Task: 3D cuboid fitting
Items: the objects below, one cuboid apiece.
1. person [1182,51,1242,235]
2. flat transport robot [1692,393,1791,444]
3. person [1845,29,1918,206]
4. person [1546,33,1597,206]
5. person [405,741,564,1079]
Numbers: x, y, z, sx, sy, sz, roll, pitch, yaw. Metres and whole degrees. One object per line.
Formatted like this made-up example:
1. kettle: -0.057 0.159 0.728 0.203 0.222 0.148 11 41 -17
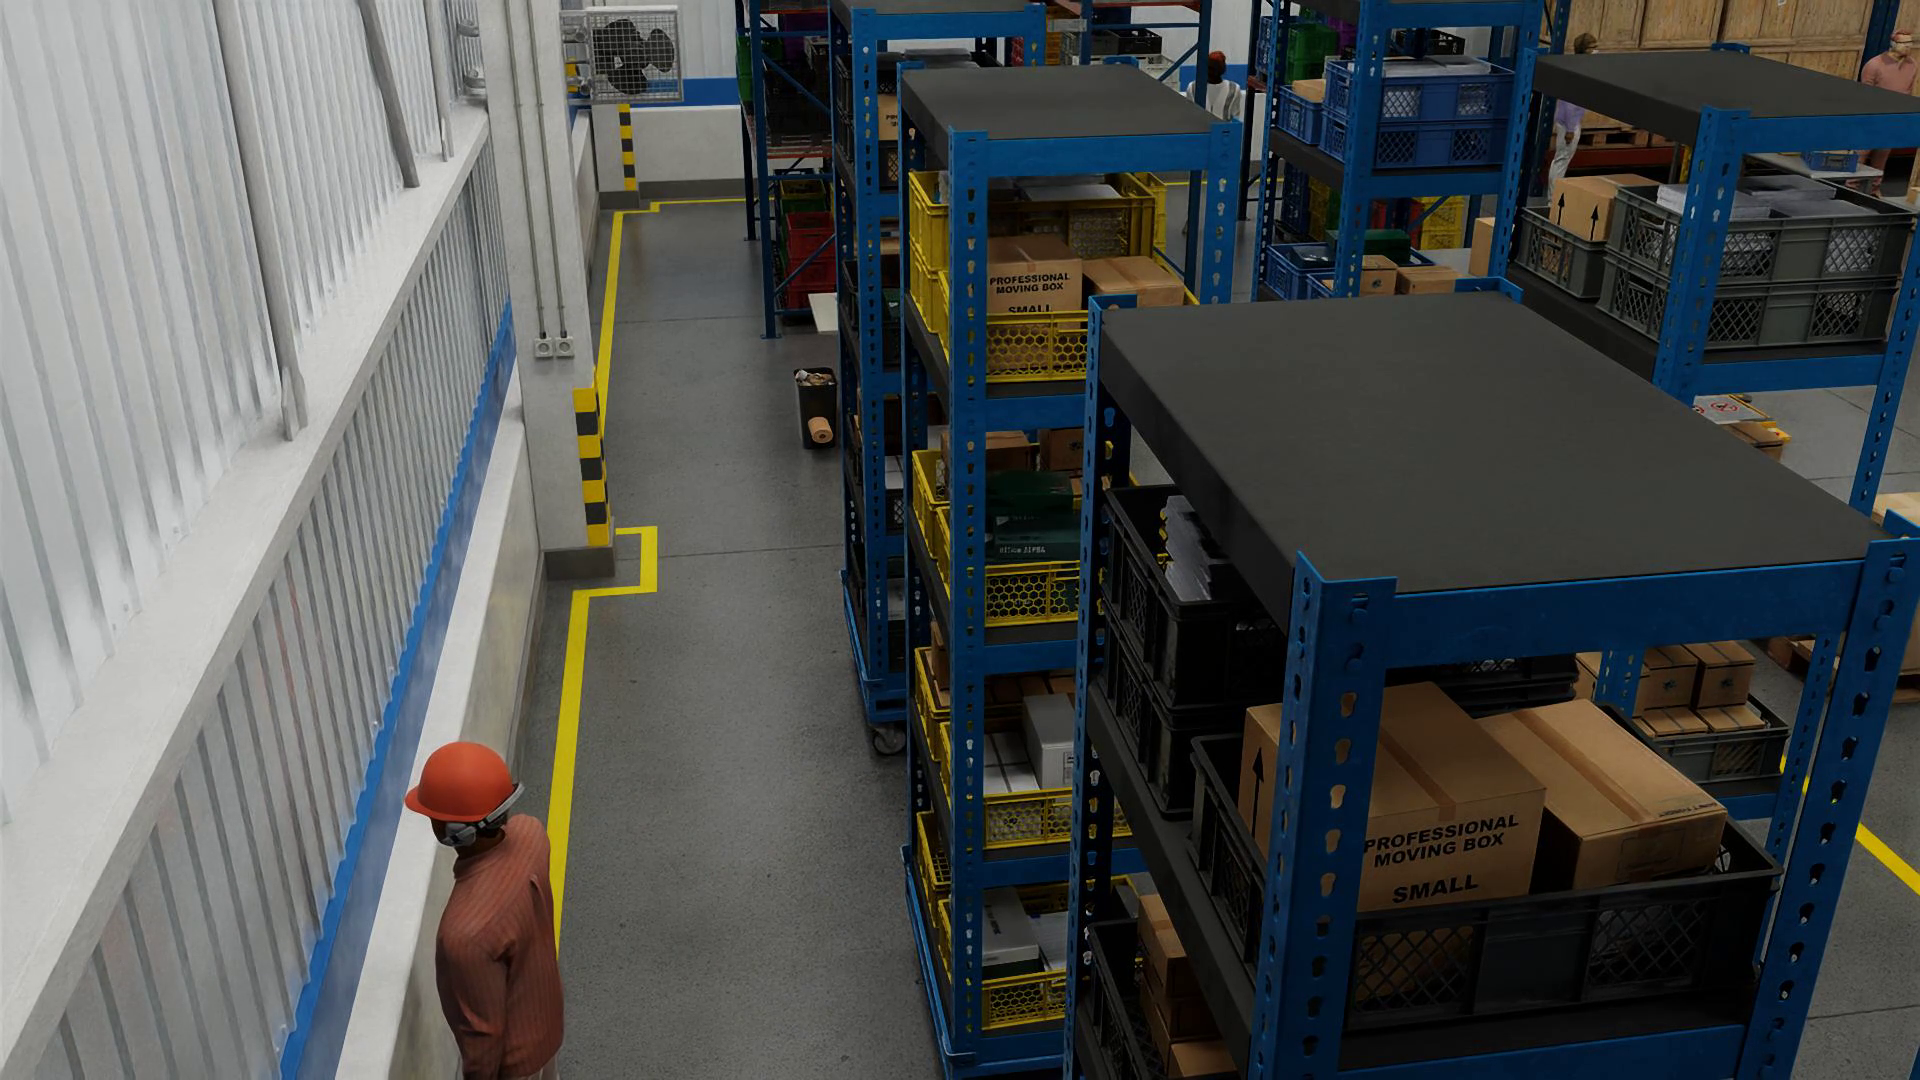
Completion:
1. person: 2.609 -4.131 17.328 0.575 1.885 0.360 5 25 11
2. flat transport robot: 5.224 -0.859 12.132 1.431 0.197 0.652 -4 25 -8
3. person: 10.293 -4.703 18.541 0.641 1.913 0.407 -4 25 -9
4. person: 6.662 -4.526 18.125 0.373 1.940 0.629 10 26 20
5. person: -1.369 1.477 5.009 0.376 1.995 0.612 1 25 2
